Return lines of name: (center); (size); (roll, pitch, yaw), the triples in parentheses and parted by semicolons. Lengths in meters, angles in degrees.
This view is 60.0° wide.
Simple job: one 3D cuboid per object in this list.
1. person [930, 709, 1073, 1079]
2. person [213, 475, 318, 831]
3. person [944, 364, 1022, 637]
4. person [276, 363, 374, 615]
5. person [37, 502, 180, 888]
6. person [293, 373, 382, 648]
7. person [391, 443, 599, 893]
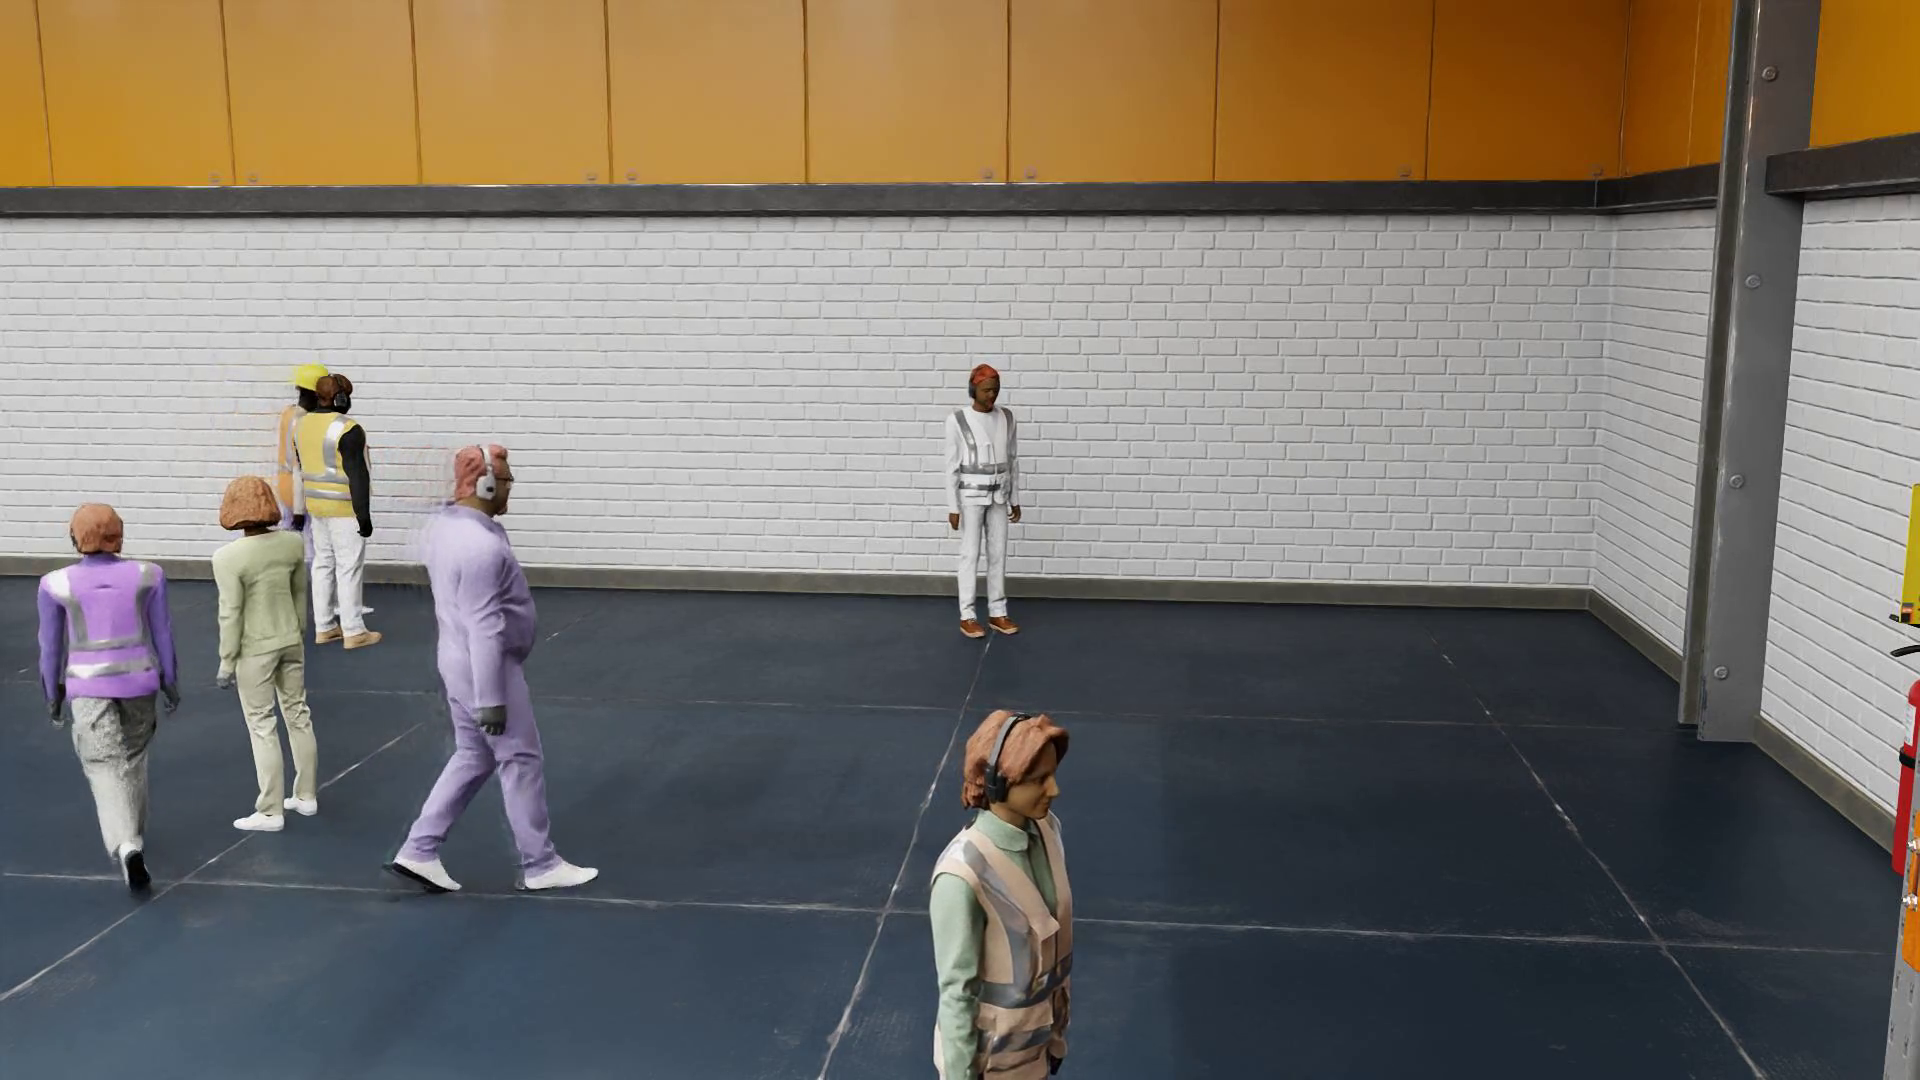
person: (0.096, 1.184, 3.790); (0.310, 1.636, 0.523); (5, 11, 26)
person: (-3.187, 0.517, 7.616); (0.284, 1.634, 0.498); (4, 11, 24)
person: (0.160, -0.267, 11.418); (0.589, 1.878, 0.372); (-6, 12, -32)
person: (-4.722, -0.324, 11.786); (0.921, 1.869, 0.667); (-6, 11, -29)
person: (-3.563, 0.641, 7.009); (0.522, 1.606, 0.781); (-8, 12, -37)
person: (-4.153, -0.194, 11.134); (0.619, 1.835, 0.430); (7, 12, 35)
person: (-1.954, 0.542, 6.772); (0.785, 1.882, 0.662); (-5, 11, -28)
